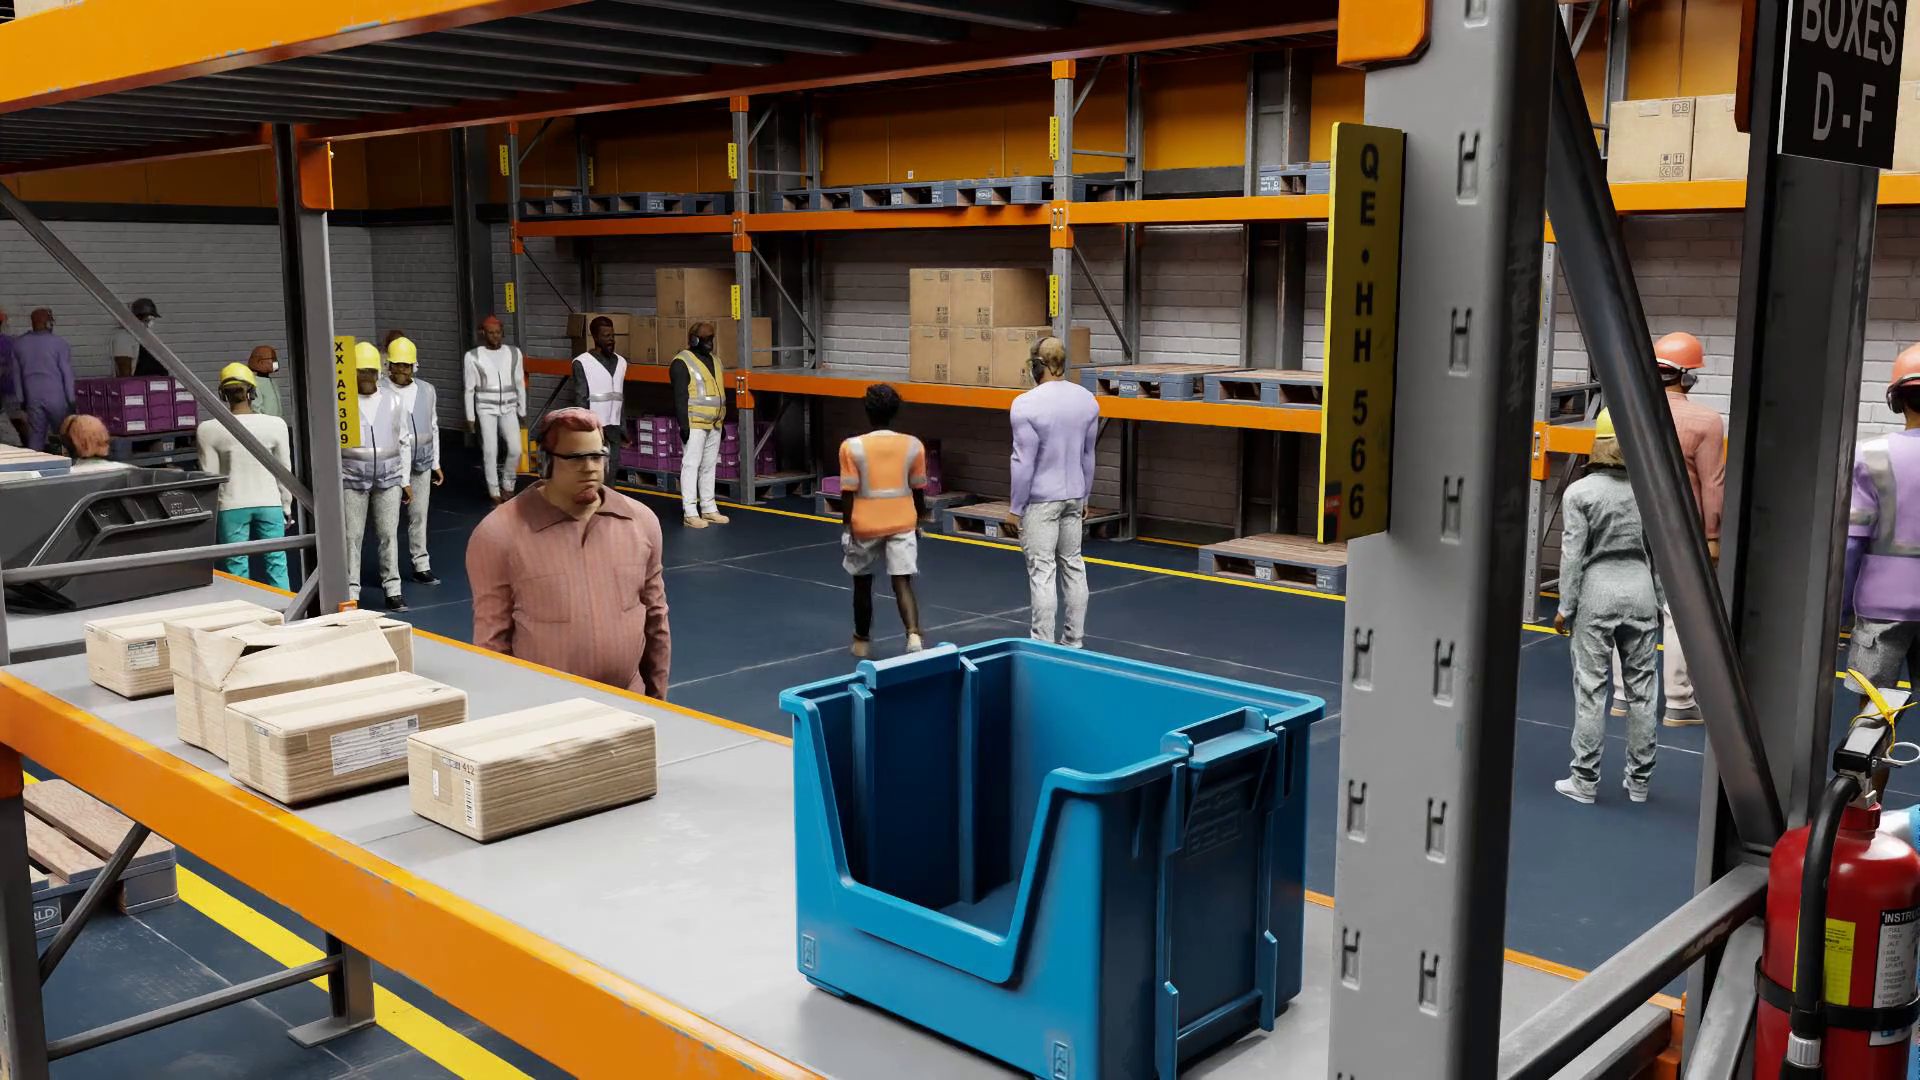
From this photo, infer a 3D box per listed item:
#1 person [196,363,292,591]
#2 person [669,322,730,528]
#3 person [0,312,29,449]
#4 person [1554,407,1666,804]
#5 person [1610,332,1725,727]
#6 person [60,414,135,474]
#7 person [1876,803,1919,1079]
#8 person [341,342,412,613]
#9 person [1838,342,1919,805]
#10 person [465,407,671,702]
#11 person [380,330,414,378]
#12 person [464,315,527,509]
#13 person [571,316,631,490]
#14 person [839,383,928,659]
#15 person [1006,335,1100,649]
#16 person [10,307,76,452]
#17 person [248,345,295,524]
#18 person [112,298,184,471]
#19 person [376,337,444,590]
[{"bbox_3d":[-4.273,-0.178,9.974,0.524,1.759,0.337,-6,11,-32],"label":"person"},{"bbox_3d":[-2.320,-1.037,14.988,0.429,1.842,0.626,5,11,28],"label":"person"},{"bbox_3d":[-10.946,-1.698,18.868,0.821,1.888,0.555,-8,12,-40],"label":"person"},{"bbox_3d":[2.825,0.280,7.223,0.484,1.739,0.313,0,9,0],"label":"person"},{"bbox_3d":[3.594,-0.054,8.483,0.380,1.996,0.608,-8,12,-40],"label":"person"},{"bbox_3d":[-4.354,0.160,8.421,0.884,1.588,0.519,8,12,42],"label":"person"},{"bbox_3d":[1.733,1.012,2.872,0.535,1.693,0.322,0,9,3],"label":"person"},{"bbox_3d":[-3.957,-0.404,11.126,0.589,1.834,0.404,-6,11,-33],"label":"person"},{"bbox_3d":[3.674,0.254,6.455,0.610,2.040,0.394,2,9,10],"label":"person"},{"bbox_3d":[-1.191,0.530,5.223,0.638,1.899,0.398,-7,11,-35],"label":"person"},{"bbox_3d":[-6.449,-1.606,19.156,0.499,1.615,0.505,8,12,39],"label":"person"},{"bbox_3d":[-4.457,-1.222,16.023,0.618,1.866,0.467,-6,11,-31],"label":"person"},{"bbox_3d":[-3.047,-0.938,14.140,0.391,1.919,0.590,5,11,29],"label":"person"},{"bbox_3d":[-0.420,-0.070,9.601,0.540,1.671,0.798,-3,10,-18],"label":"person"},{"bbox_3d":[0.522,-0.215,9.647,0.628,1.940,0.373,-8,12,-39],"label":"person"},{"bbox_3d":[-9.803,-1.543,17.888,0.651,1.906,0.403,0,9,1],"label":"person"},{"bbox_3d":[-6.187,-0.920,14.889,0.282,1.636,0.500,-1,9,-4],"label":"person"},{"bbox_3d":[-9.349,-1.761,18.807,0.908,2.000,0.699,1,9,9],"label":"person"},{"bbox_3d":[-4.022,-0.550,12.048,0.404,1.825,0.587,9,13,44],"label":"person"}]
